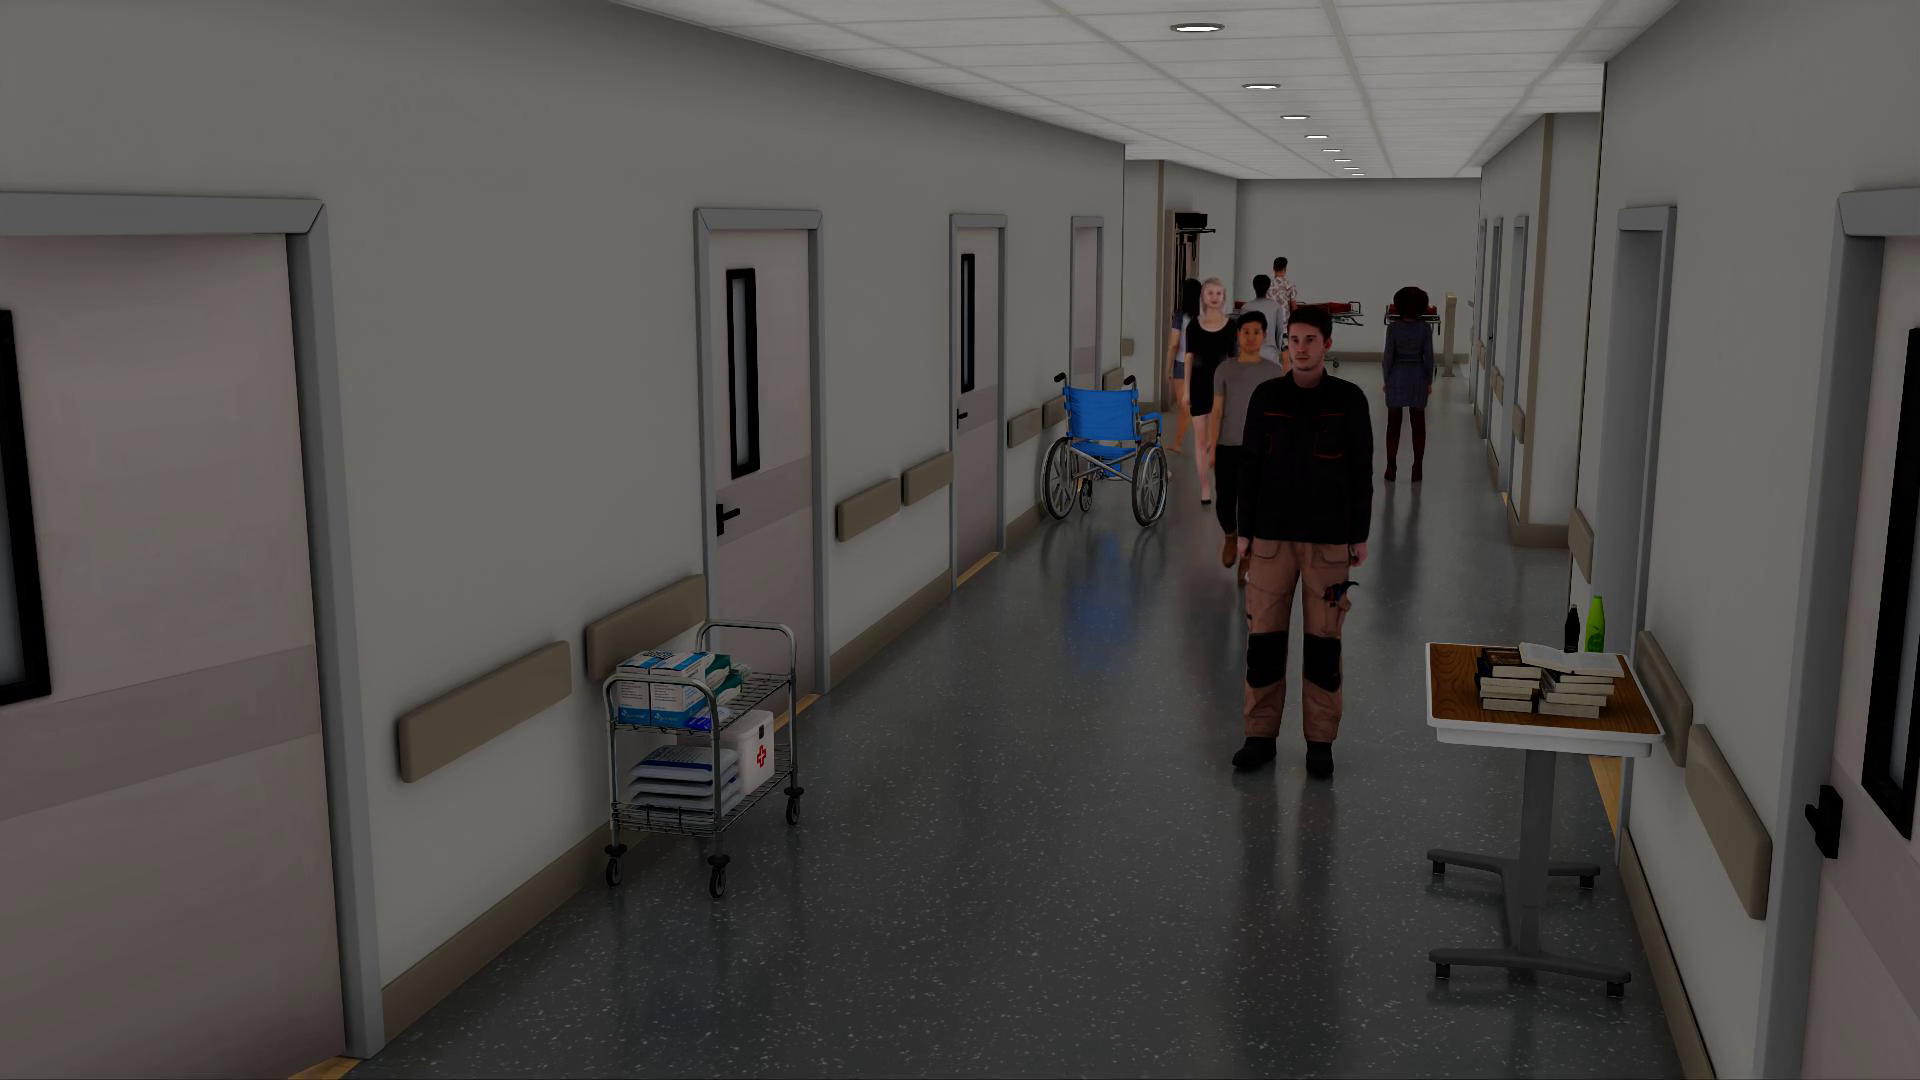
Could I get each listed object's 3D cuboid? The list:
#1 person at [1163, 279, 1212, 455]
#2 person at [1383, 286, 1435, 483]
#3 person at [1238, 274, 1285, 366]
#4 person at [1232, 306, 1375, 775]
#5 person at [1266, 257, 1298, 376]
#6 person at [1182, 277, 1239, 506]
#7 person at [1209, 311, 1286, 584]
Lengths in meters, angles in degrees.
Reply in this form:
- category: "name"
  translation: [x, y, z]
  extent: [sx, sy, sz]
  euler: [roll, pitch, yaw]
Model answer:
- category: "person"
  translation: [2.257, -1.634, 16.052]
  extent: [1.068, 1.708, 1.112]
  euler: [-8, 13, -36]
- category: "person"
  translation: [3.952, -1.376, 14.685]
  extent: [0.581, 1.710, 0.516]
  euler: [2, 11, 12]
- category: "person"
  translation: [3.170, -1.931, 17.537]
  extent: [0.688, 1.736, 0.640]
  euler: [0, 11, -1]
- category: "person"
  translation: [1.412, 0.001, 6.850]
  extent: [0.705, 1.925, 0.584]
  euler: [3, 11, 17]
- category: "person"
  translation: [4.269, -2.883, 22.343]
  extent: [0.690, 1.815, 0.584]
  euler: [4, 12, 21]
- category: "person"
  translation: [1.999, -1.190, 13.415]
  extent: [0.632, 1.818, 0.666]
  euler: [1, 11, 6]
- category: "person"
  translation: [1.817, -0.594, 10.561]
  extent: [0.656, 1.712, 0.771]
  euler: [2, 11, 9]
